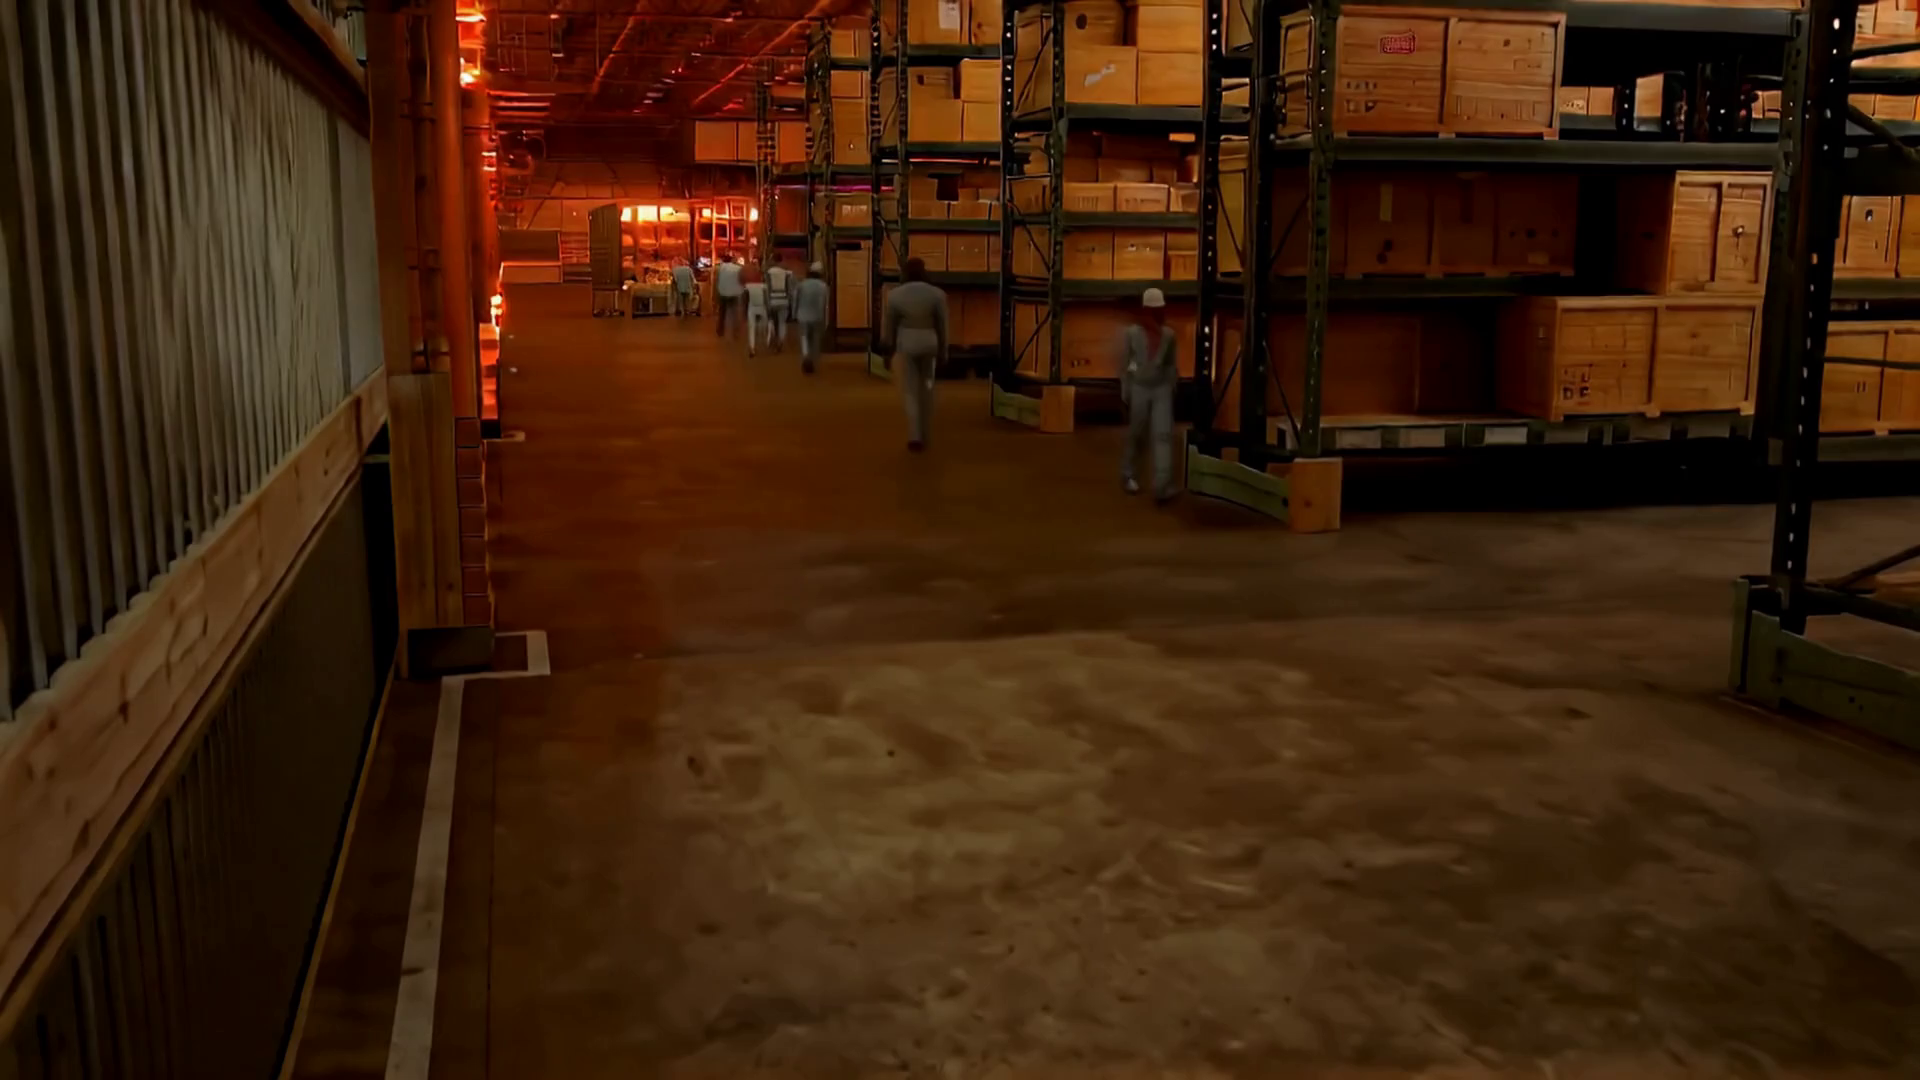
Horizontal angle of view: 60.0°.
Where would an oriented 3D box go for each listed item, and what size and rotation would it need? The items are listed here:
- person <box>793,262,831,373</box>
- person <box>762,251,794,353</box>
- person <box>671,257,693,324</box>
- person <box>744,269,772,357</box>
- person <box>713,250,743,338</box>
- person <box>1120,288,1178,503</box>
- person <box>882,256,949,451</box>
[{"bbox_3d":[-2.340,-3.500,26.310,0.625,1.778,0.736,0,10,1],"label":"person"},{"bbox_3d":[-3.512,-4.561,31.907,0.642,1.917,0.726,-2,10,-13],"label":"person"},{"bbox_3d":[-7.242,-6.505,43.399,0.560,1.752,0.325,-2,10,-11],"label":"person"},{"bbox_3d":[-3.704,-4.144,30.425,0.514,1.611,0.752,0,10,1],"label":"person"},{"bbox_3d":[-5.171,-5.477,37.037,0.630,1.942,0.945,-7,12,-35],"label":"person"},{"bbox_3d":[1.513,-1.175,13.385,0.503,1.695,0.917,-2,10,-12],"label":"person"},{"bbox_3d":[-0.477,-1.873,16.695,0.651,1.912,0.814,-3,10,-14],"label":"person"}]
